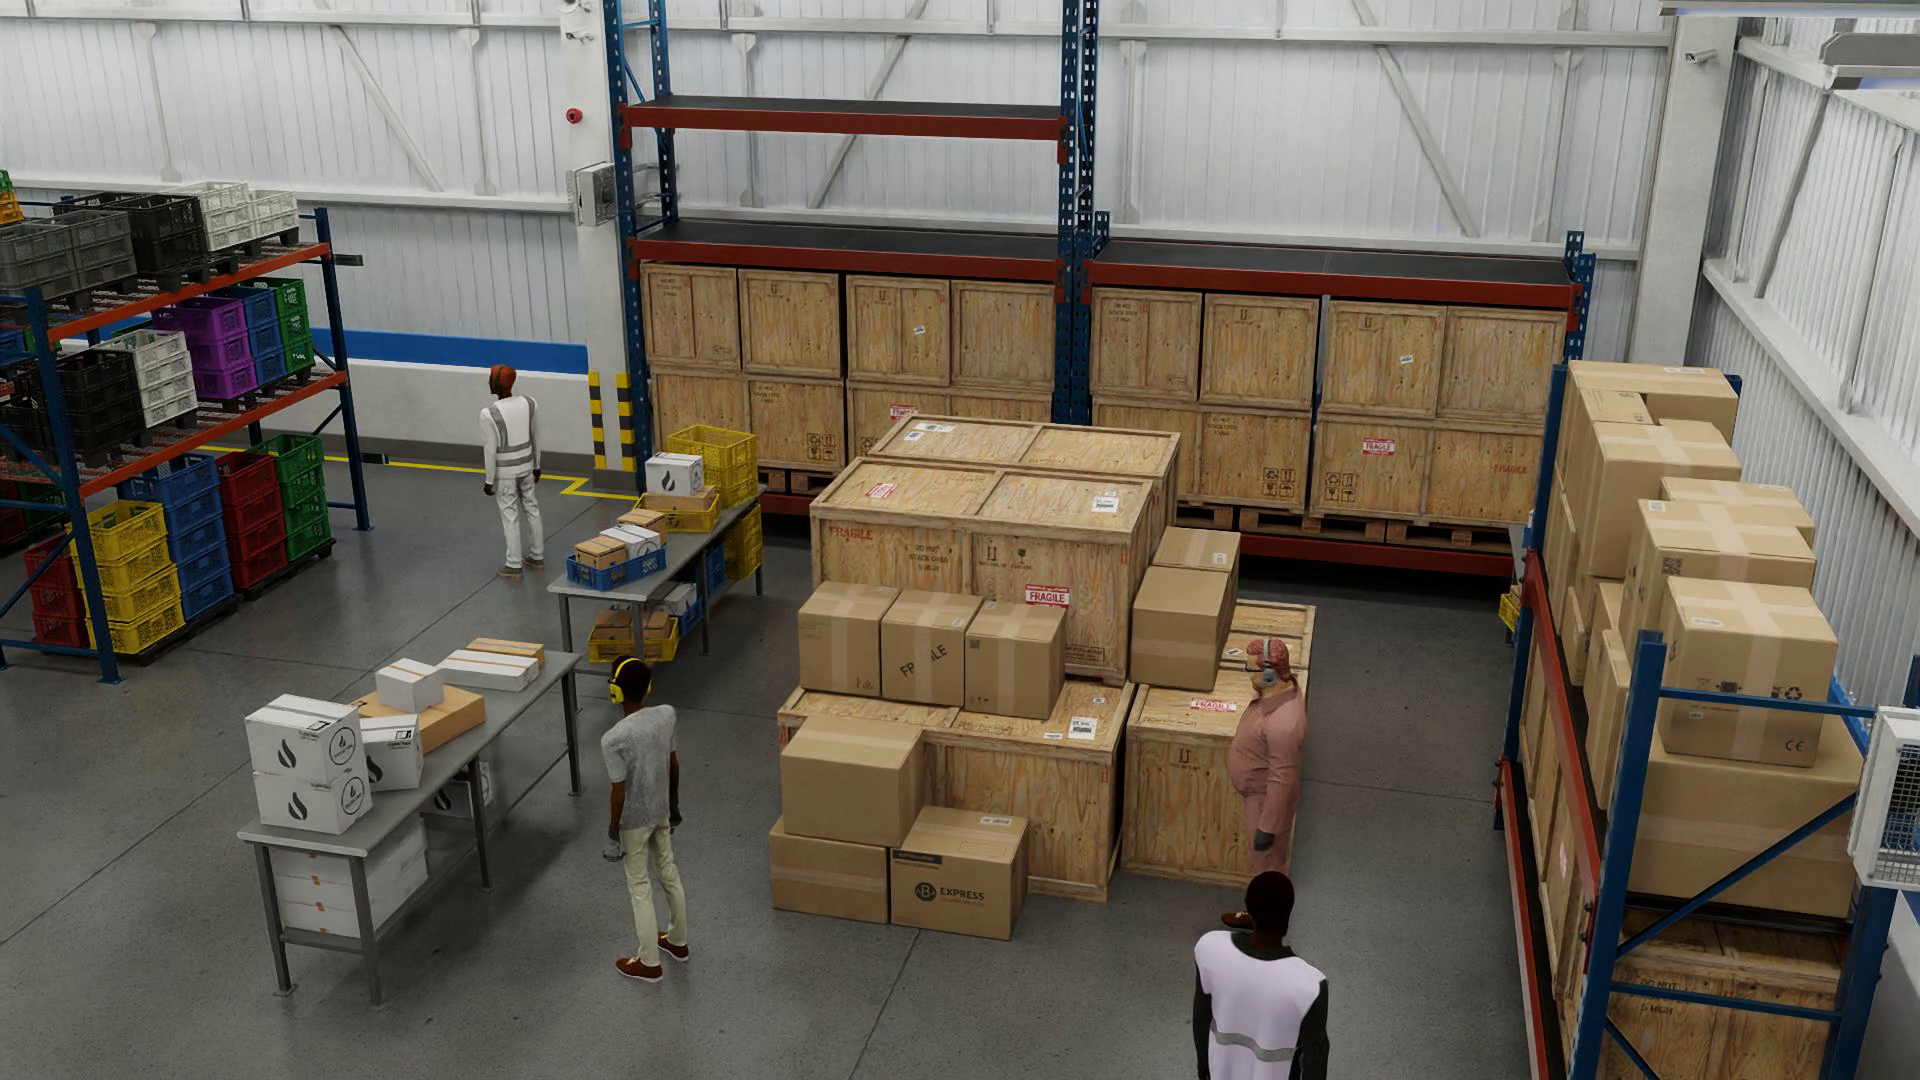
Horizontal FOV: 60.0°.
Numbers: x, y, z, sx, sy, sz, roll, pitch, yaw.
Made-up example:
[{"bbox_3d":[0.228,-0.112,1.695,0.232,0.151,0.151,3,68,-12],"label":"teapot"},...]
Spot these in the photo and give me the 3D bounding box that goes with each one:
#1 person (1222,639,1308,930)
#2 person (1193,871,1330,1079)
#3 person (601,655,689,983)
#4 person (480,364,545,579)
[{"bbox_3d":[1.647,1.410,9.056,0.404,1.902,0.636,3,21,7],"label":"person"},{"bbox_3d":[1.227,2.227,6.889,0.591,1.922,0.392,14,25,32],"label":"person"},{"bbox_3d":[-1.701,1.485,8.900,0.311,1.869,0.532,14,25,33],"label":"person"},{"bbox_3d":[-3.854,-0.597,14.325,0.346,1.884,0.584,15,26,34],"label":"person"}]
